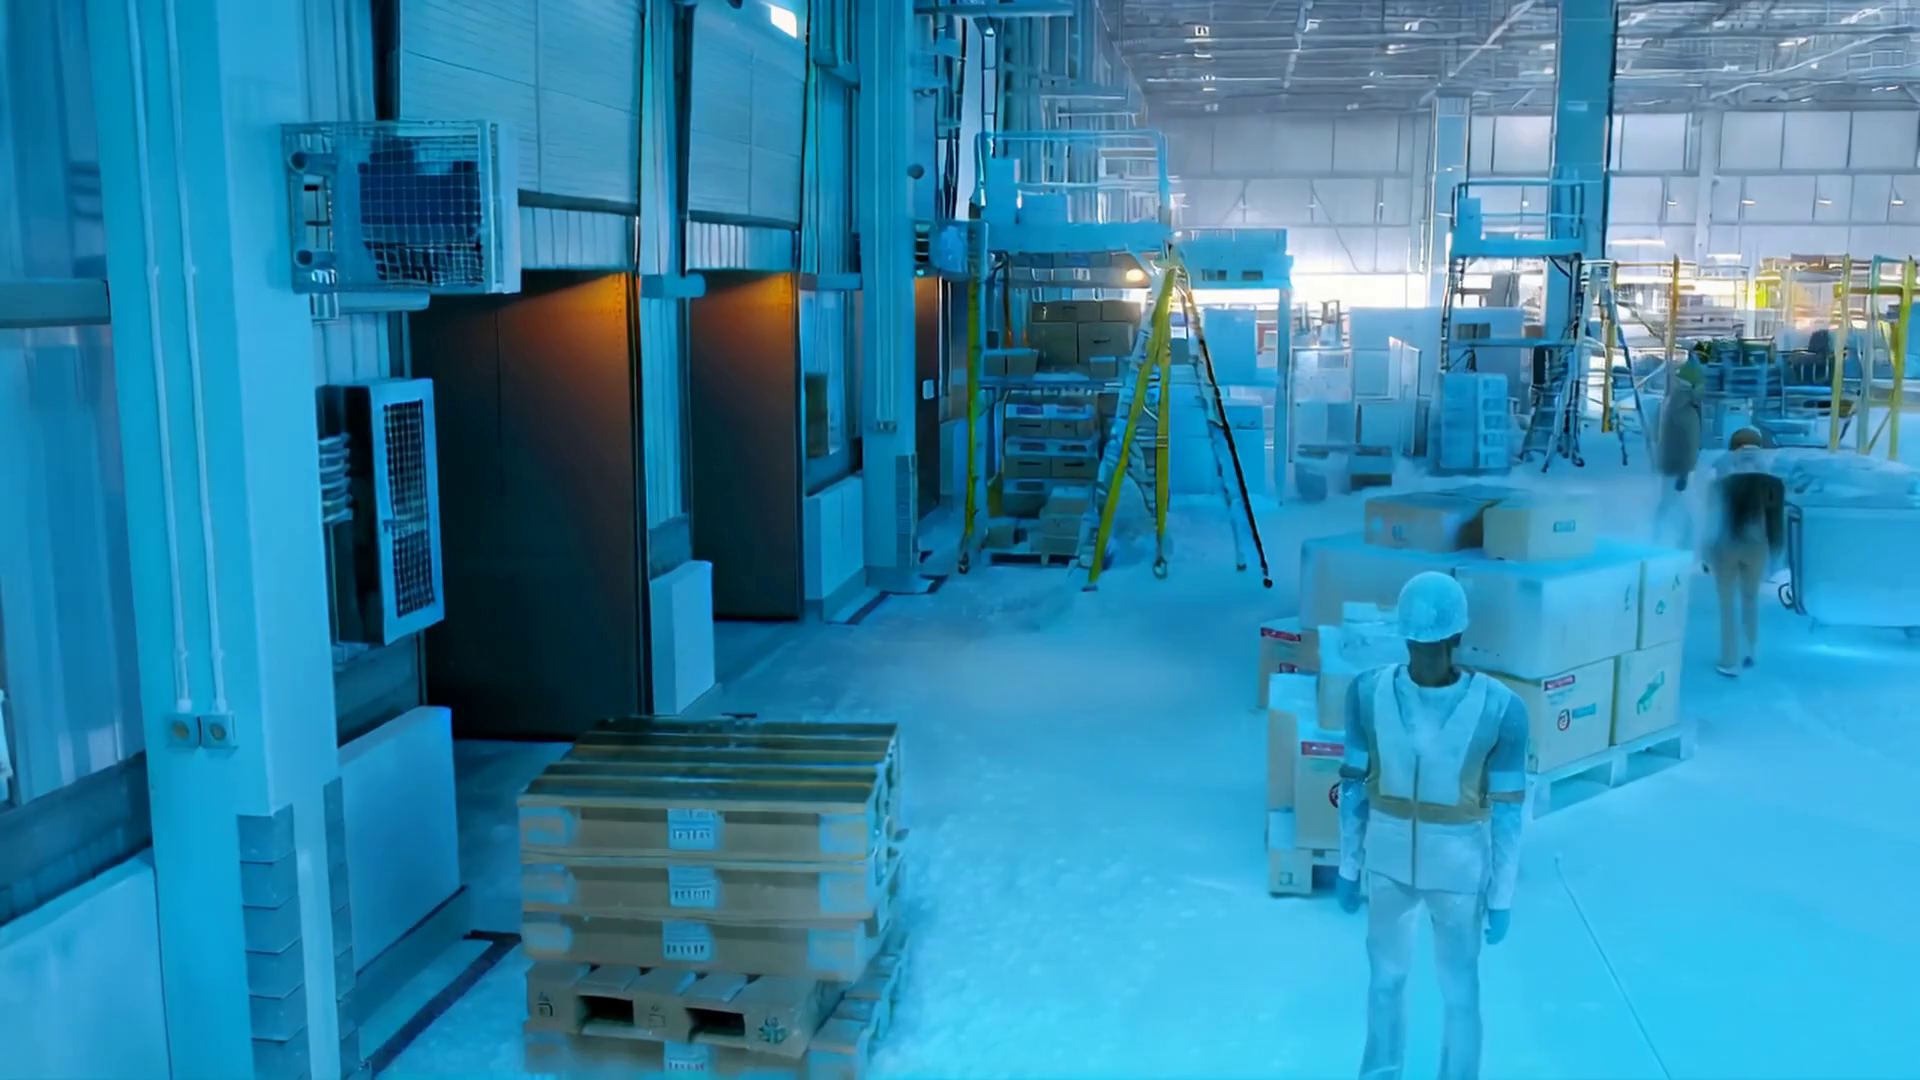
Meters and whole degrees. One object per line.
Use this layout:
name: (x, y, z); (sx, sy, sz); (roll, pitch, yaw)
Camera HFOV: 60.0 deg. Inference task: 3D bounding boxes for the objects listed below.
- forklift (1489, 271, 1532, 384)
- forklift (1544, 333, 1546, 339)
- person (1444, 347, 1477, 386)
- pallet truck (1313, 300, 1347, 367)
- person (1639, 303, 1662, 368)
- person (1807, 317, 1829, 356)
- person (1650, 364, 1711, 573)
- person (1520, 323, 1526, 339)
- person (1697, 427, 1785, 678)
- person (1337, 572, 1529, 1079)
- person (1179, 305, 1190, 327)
forklift: (13.422, -5.322, 41.591); (1.873, 2.768, 1.129); (1, 9, 9)
forklift: (16.414, -5.876, 45.008); (1.873, 2.768, 1.129); (7, 12, 37)
person: (8.115, -2.473, 27.079); (0.574, 1.887, 0.356); (5, 11, 29)
pallet truck: (11.159, -6.200, 49.718); (0.823, 1.965, 1.885); (4, 10, 26)
person: (20.183, -5.993, 48.677); (0.661, 1.917, 0.701); (5, 10, 27)
person: (17.427, -3.598, 33.960); (0.665, 1.902, 0.551); (-7, 12, -39)
person: (6.856, -0.670, 15.677); (0.680, 1.969, 0.617); (-1, 9, -3)
person: (15.706, -5.578, 46.996); (0.524, 1.635, 0.308); (5, 10, 26)
person: (5.456, 0.085, 11.683); (0.546, 1.751, 0.449); (1, 9, 5)
person: (1.480, 1.043, 5.292); (0.586, 1.920, 0.398); (6, 11, 32)
person: (5.968, -5.296, 44.369); (0.388, 1.929, 0.548); (2, 9, 13)
